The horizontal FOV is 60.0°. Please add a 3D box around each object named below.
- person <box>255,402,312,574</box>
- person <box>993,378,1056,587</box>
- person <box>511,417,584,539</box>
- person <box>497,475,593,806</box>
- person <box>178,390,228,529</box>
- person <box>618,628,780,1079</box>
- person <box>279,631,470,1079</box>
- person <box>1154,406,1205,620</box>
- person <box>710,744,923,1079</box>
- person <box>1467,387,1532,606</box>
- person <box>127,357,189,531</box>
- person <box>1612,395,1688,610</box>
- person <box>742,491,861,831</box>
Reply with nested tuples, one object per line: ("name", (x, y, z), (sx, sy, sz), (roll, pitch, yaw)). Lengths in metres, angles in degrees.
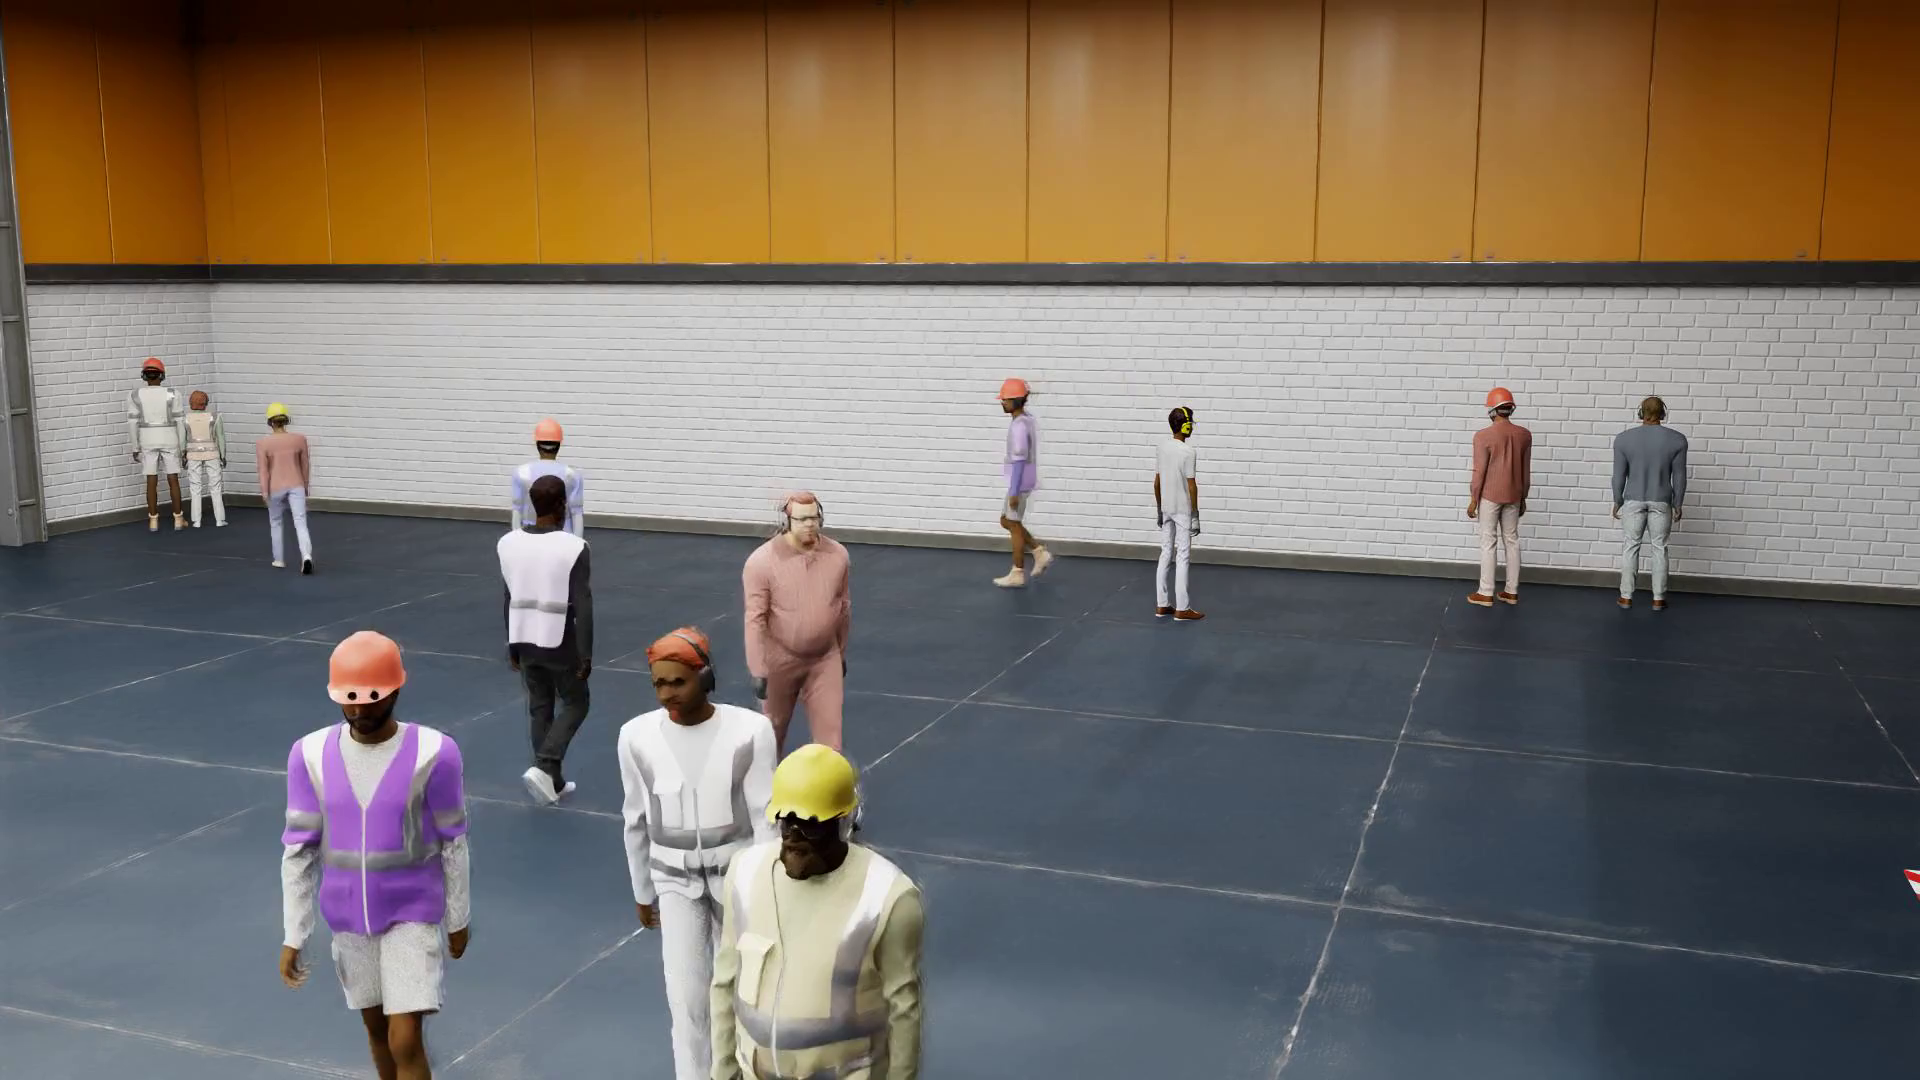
("person", (-6.807, -0.526, 16.797), (0.519, 1.731, 0.884), (-6, 11, -31))
("person", (0.583, -0.542, 15.961), (0.512, 2.028, 0.644), (1, 9, 5))
("person", (-3.176, 0.017, 12.861), (0.553, 1.920, 0.779), (-3, 10, -17))
("person", (-2.340, 0.586, 9.370), (0.595, 1.903, 0.540), (3, 10, 18))
("person", (-8.958, -0.948, 19.694), (0.514, 1.641, 0.307), (-3, 10, -19))
("person", (-0.904, 1.191, 5.838), (0.568, 1.835, 1.006), (-1, 9, -4))
("person", (-1.888, 1.238, 5.328), (0.551, 1.904, 0.808), (0, 9, 0))
("person", (1.913, -0.233, 14.544), (0.326, 1.872, 0.518), (-7, 11, -37))
("person", (-0.377, 1.408, 4.559), (0.594, 1.808, 0.820), (4, 10, 25))
("person", (4.898, -0.394, 15.163), (0.623, 1.989, 0.400), (-3, 10, -18))
("person", (-9.402, -1.116, 19.541), (0.618, 2.039, 0.412), (-3, 10, -19))
("person", (6.181, -0.333, 14.956), (0.631, 1.939, 0.372), (3, 10, 20))
("person", (-0.876, 0.644, 9.170), (0.659, 1.850, 1.014), (-4, 10, -25))
